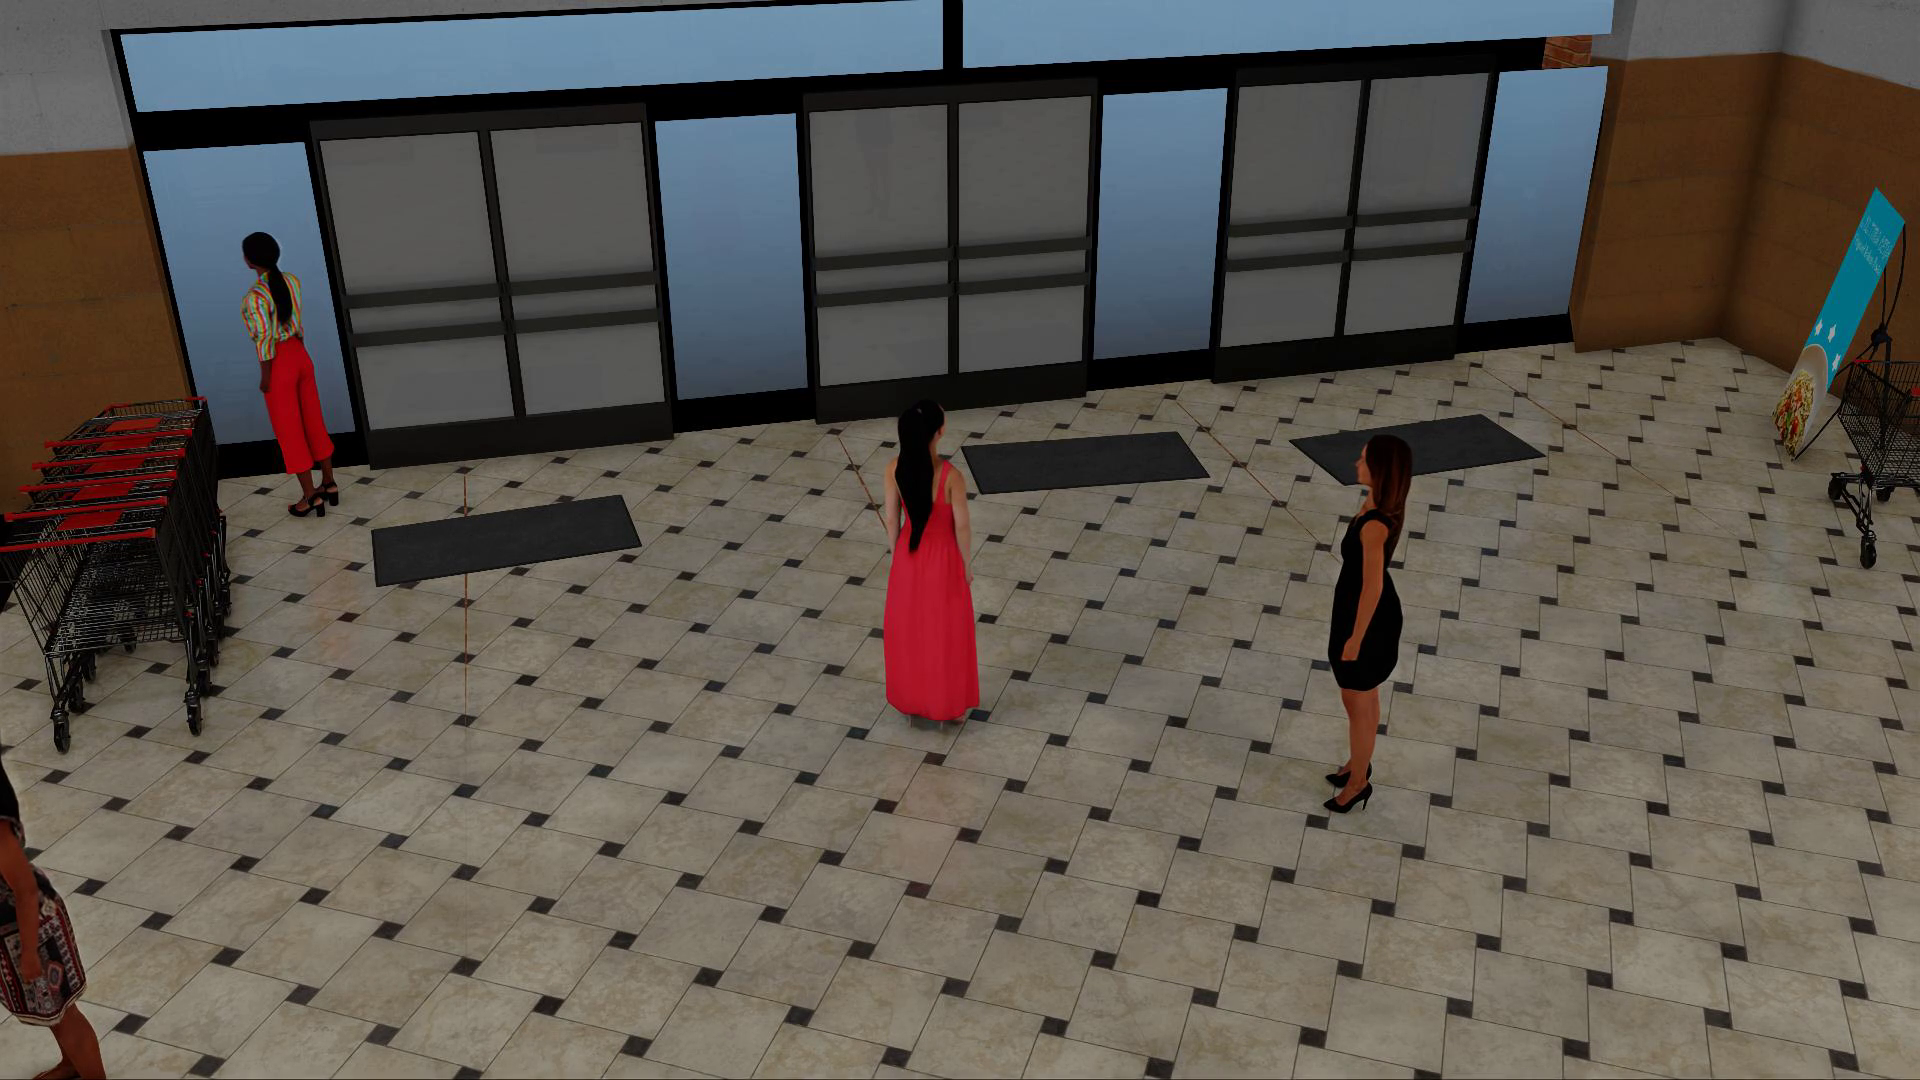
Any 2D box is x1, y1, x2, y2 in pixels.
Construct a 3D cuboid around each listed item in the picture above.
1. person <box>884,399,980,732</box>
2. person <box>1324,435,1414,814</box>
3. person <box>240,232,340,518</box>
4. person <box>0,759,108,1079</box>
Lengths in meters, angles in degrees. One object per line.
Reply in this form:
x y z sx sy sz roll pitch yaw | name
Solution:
-0.152 0.136 7.929 0.717 1.727 0.756 11 29 20 | person
1.783 0.391 7.307 0.733 1.834 0.643 10 28 18 | person
-4.080 -0.994 10.085 0.740 1.792 0.636 8 28 15 | person
-3.224 1.313 5.700 0.785 1.644 0.641 -23 35 -37 | person
